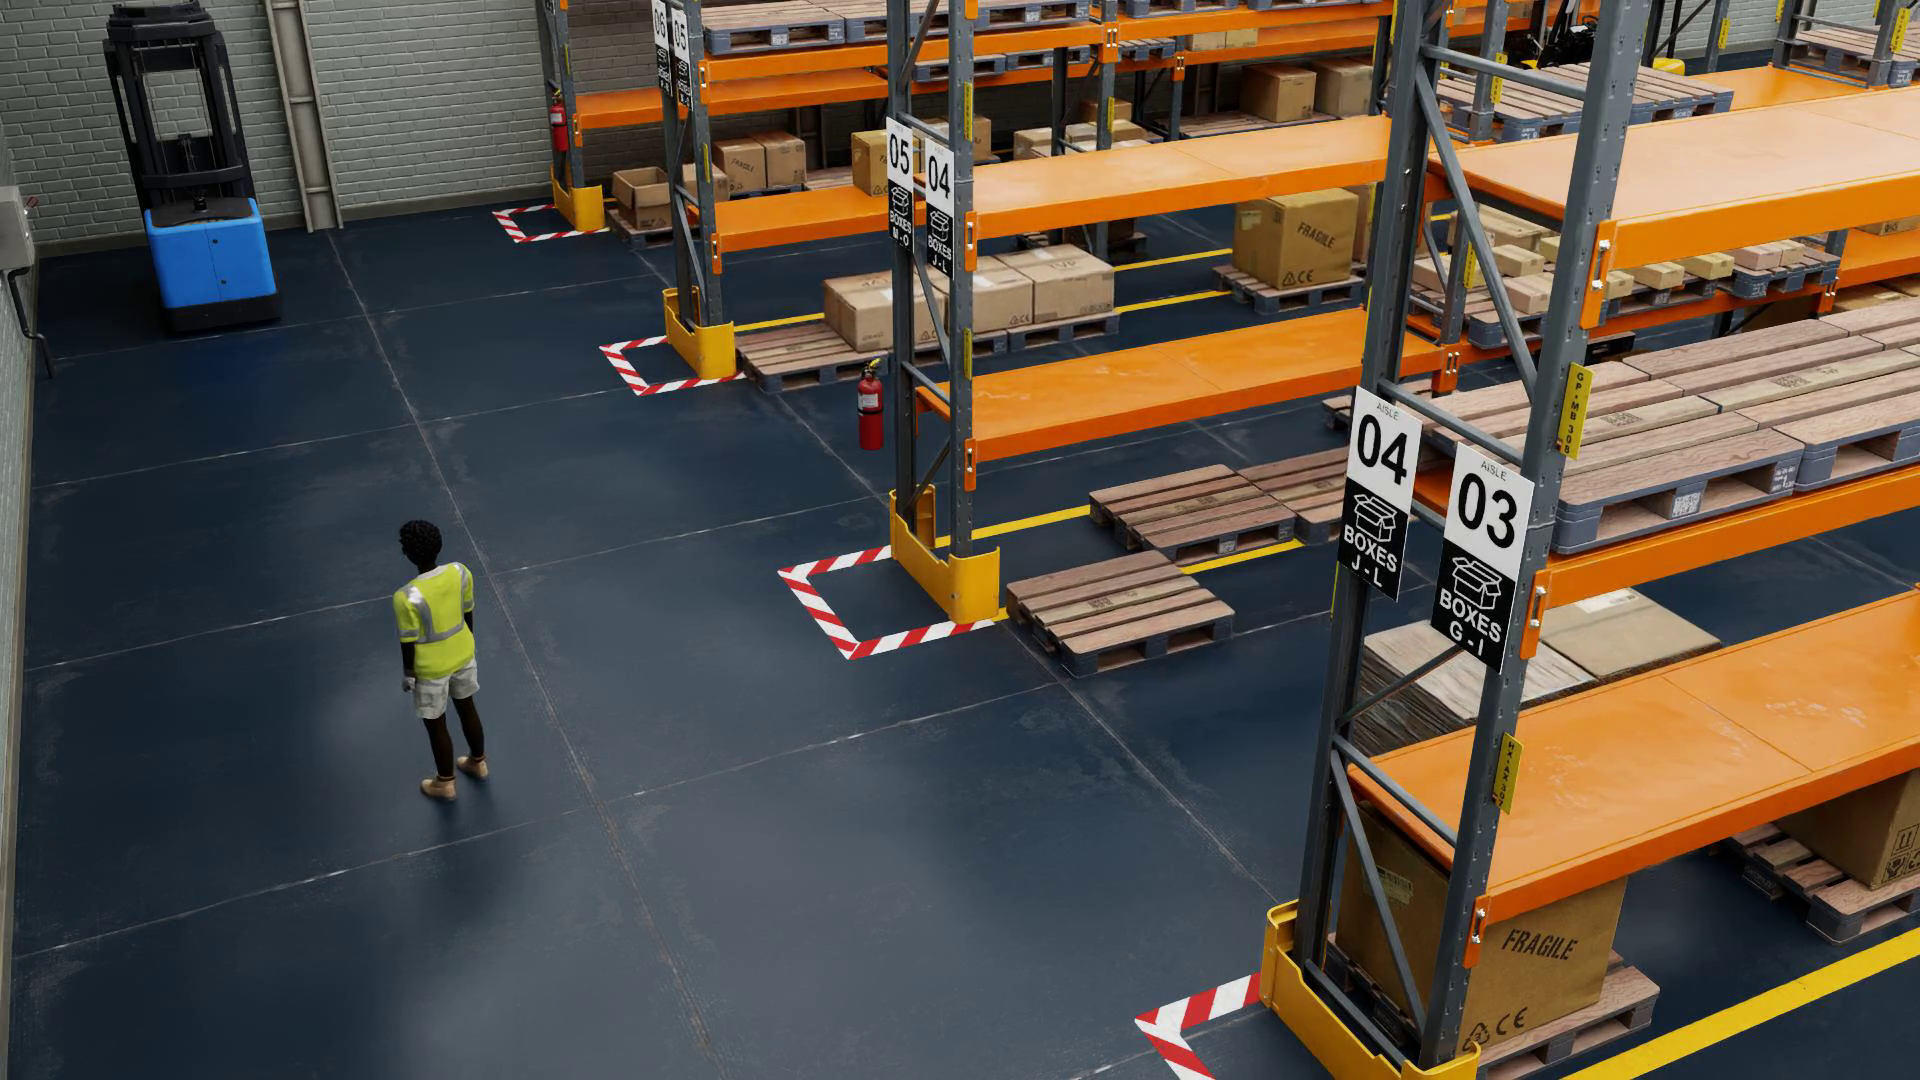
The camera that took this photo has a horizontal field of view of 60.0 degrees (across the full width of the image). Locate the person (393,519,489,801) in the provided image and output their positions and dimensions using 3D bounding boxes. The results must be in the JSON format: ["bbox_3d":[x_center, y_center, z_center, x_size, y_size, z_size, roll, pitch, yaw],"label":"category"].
[{"bbox_3d":[-2.892,0.666,9.288,0.319,1.687,0.538,14,31,25],"label":"person"}]

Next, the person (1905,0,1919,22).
[{"bbox_3d":[16.674,-9.687,28.891,0.675,1.896,0.465,-15,31,-27],"label":"person"}]

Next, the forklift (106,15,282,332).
[{"bbox_3d":[-7.548,-3.672,16.323,1.129,2.768,1.873,-12,30,-22],"label":"forklift"}]

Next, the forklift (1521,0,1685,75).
[{"bbox_3d":[8.950,-6.807,23.056,1.214,2.155,2.313,-12,30,-22],"label":"forklift"}]
